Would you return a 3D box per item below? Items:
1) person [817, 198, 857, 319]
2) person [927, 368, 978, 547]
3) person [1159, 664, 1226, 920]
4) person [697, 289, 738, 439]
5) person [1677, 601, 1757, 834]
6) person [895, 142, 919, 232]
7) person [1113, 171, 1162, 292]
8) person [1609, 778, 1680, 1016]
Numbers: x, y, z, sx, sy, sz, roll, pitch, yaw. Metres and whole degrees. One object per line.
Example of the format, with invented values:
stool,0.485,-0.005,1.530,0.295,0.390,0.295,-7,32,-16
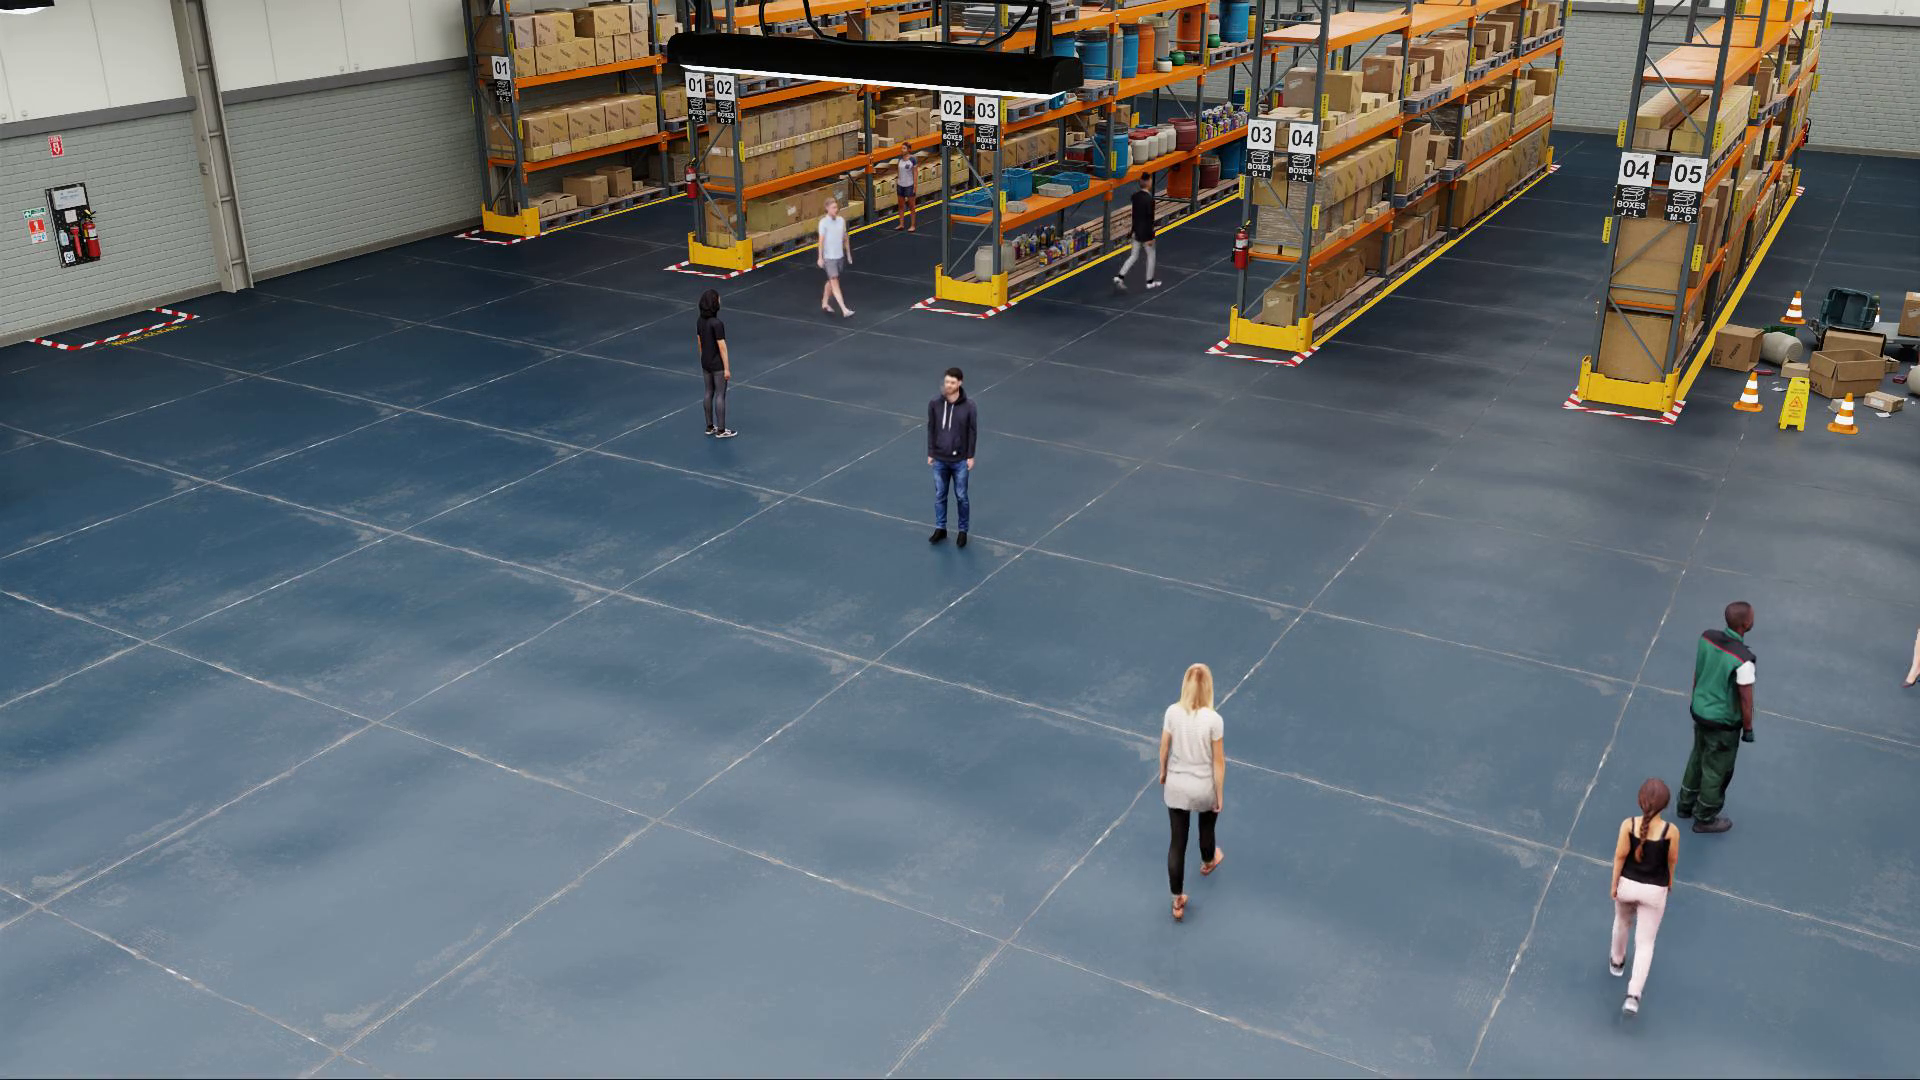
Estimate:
person,-1.982,-4.290,25.299,0.946,1.786,1.148,21,31,40
person,-0.082,-0.872,17.124,0.724,1.893,0.658,7,24,15
person,1.529,1.725,11.144,0.742,1.795,1.053,9,25,21
person,-2.998,-2.158,20.223,0.684,1.836,0.612,20,30,39
person,5.512,1.289,12.111,0.869,1.839,0.807,-6,24,-14
person,-0.991,-6.563,30.850,0.573,1.625,0.525,13,26,28
person,2.844,-4.909,26.586,1.287,1.918,1.030,-16,28,-32
person,4.233,2.216,10.317,0.536,1.539,1.002,12,26,25
